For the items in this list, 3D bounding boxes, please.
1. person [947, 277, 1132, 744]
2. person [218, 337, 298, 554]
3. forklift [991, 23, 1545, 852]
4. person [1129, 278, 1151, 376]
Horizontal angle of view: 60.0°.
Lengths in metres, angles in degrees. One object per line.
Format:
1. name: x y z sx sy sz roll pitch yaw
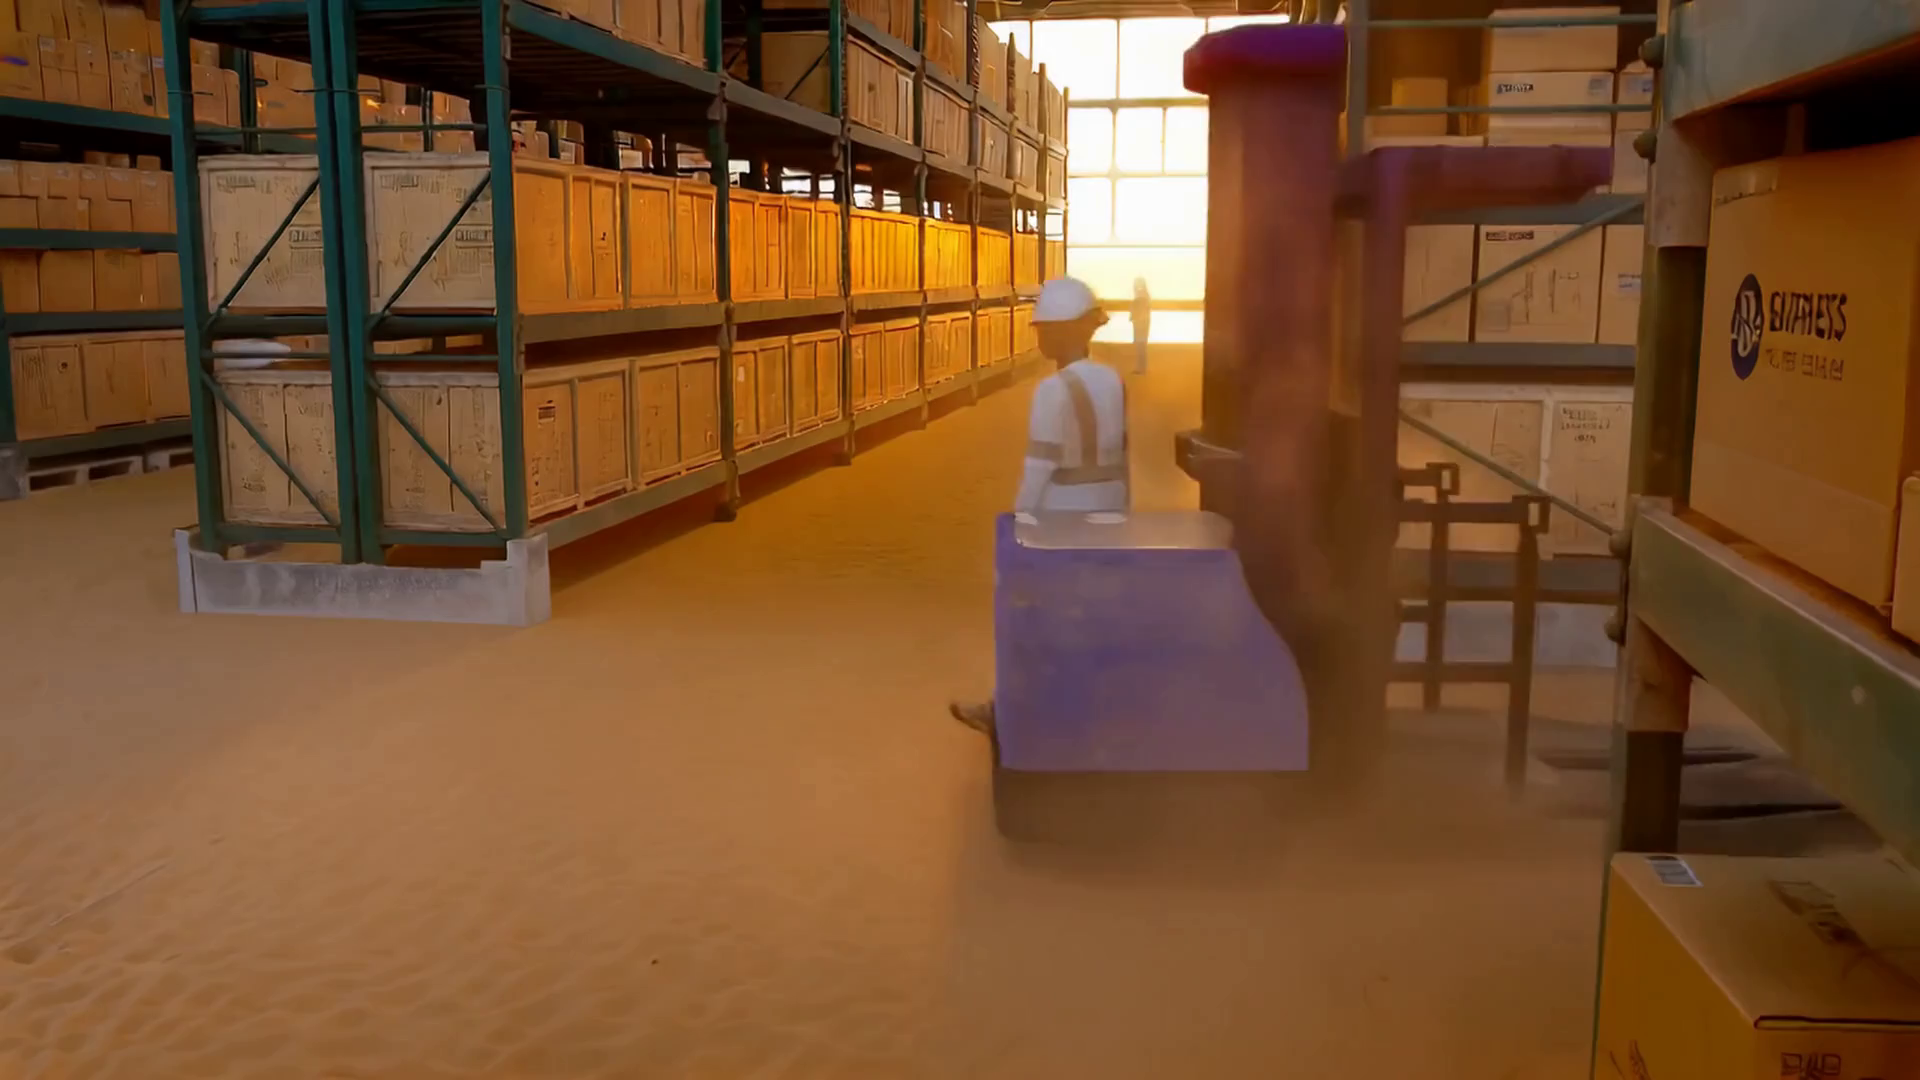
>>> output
1. person: 0.360 -0.048 6.716 1.016 1.991 0.638 5 10 28
2. person: -5.076 -0.816 12.119 0.596 1.795 0.990 1 9 5
3. forklift: 1.062 -0.377 6.026 1.873 2.768 1.129 0 9 -1
4. person: 3.514 -4.171 32.587 0.404 1.904 0.652 3 10 16
